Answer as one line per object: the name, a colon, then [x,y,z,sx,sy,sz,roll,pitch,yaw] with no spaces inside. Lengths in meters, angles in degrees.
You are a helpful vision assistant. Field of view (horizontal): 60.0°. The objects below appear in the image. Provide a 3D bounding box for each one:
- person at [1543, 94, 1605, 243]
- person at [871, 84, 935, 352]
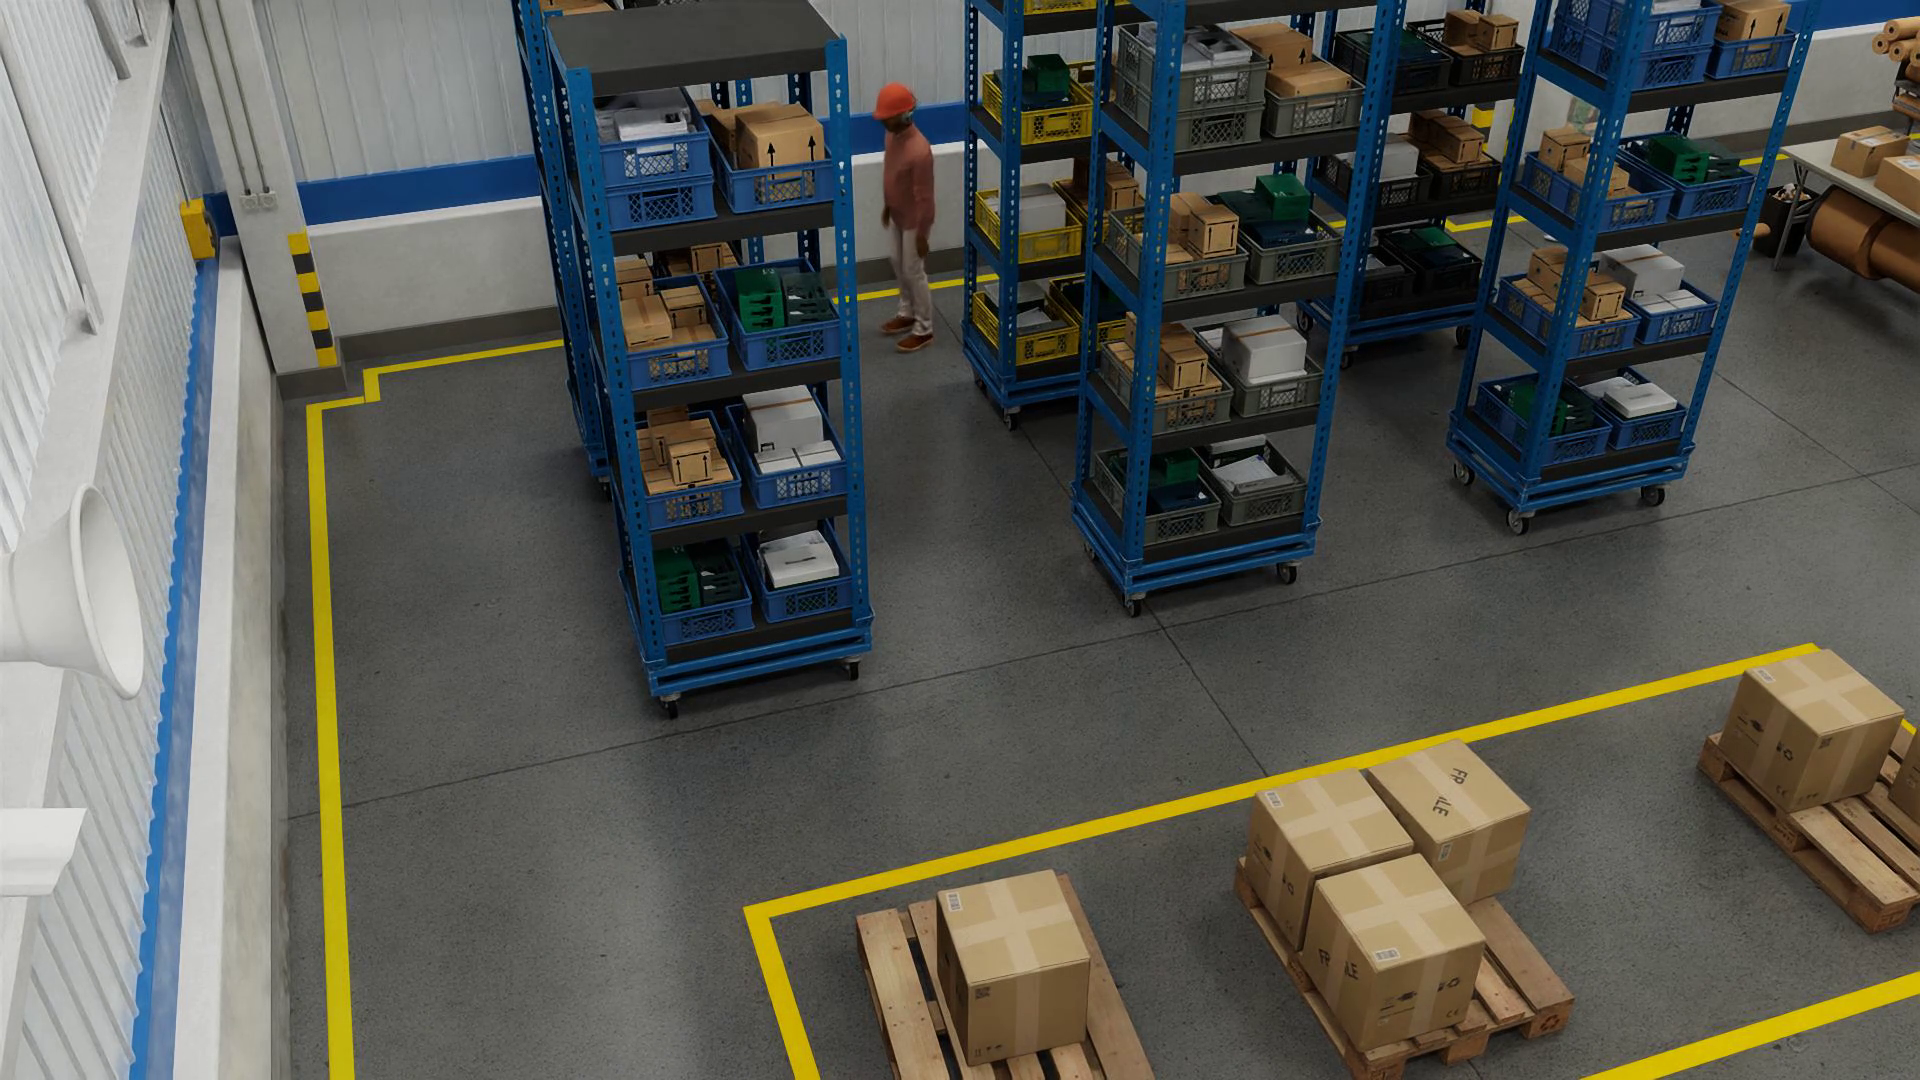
person: [5.007,-3.218,13.425,0.316,1.630,0.510,16,38,21]
person: [-0.395,-2.279,11.799,0.454,1.970,0.635,-15,38,-20]
